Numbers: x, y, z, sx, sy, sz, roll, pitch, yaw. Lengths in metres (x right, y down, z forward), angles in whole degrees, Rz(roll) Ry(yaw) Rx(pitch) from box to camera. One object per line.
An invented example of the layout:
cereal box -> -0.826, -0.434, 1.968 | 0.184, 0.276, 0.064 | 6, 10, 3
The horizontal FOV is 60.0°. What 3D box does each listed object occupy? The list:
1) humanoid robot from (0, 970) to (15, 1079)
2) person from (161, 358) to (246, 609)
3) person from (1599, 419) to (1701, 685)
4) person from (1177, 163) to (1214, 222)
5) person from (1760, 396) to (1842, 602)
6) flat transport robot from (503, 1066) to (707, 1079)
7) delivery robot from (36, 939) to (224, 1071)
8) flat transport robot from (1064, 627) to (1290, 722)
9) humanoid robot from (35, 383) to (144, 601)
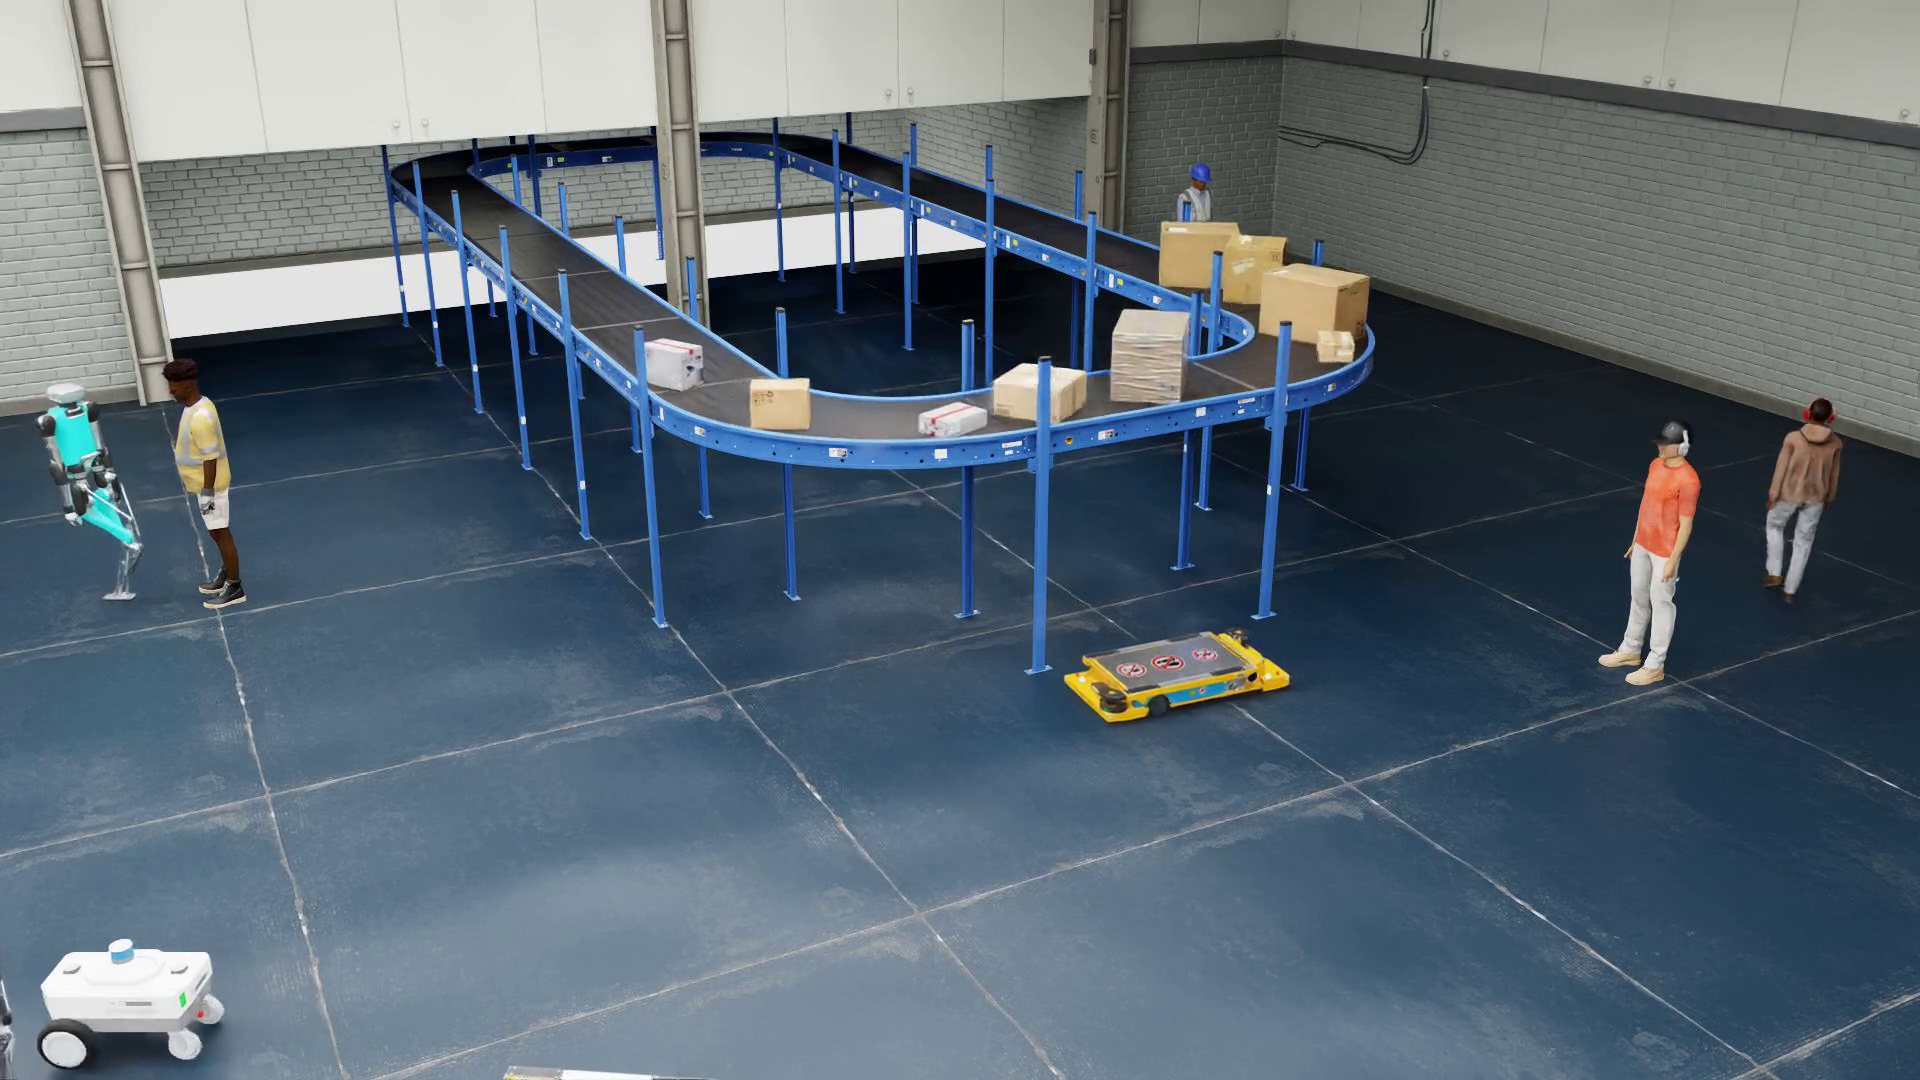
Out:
humanoid robot -> -4.345, 2.003, 7.033 | 0.571, 1.785, 0.869 | -16, 27, -34
person -> -5.772, -0.447, 12.723 | 0.368, 1.963, 0.602 | -11, 24, -25
person -> 4.805, 0.075, 11.503 | 0.389, 1.912, 0.477 | -6, 23, -14
person -> 2.982, -3.802, 21.065 | 0.613, 1.933, 0.414 | -18, 28, -38
person -> 6.504, -0.334, 12.871 | 0.490, 1.635, 0.449 | 6, 23, 14
flat transport robot -> -1.525, 2.654, 7.315 | 1.431, 0.231, 0.659 | 2, 22, 5
delivery robot -> -4.015, 2.209, 8.038 | 0.801, 0.597, 0.499 | 0, 22, 0
flat transport robot -> 1.510, 0.934, 11.567 | 1.431, 0.231, 0.659 | -9, 24, -21
humanoid robot -> -6.456, -0.284, 12.655 | 0.792, 1.817, 0.557 | 7, 23, 16
